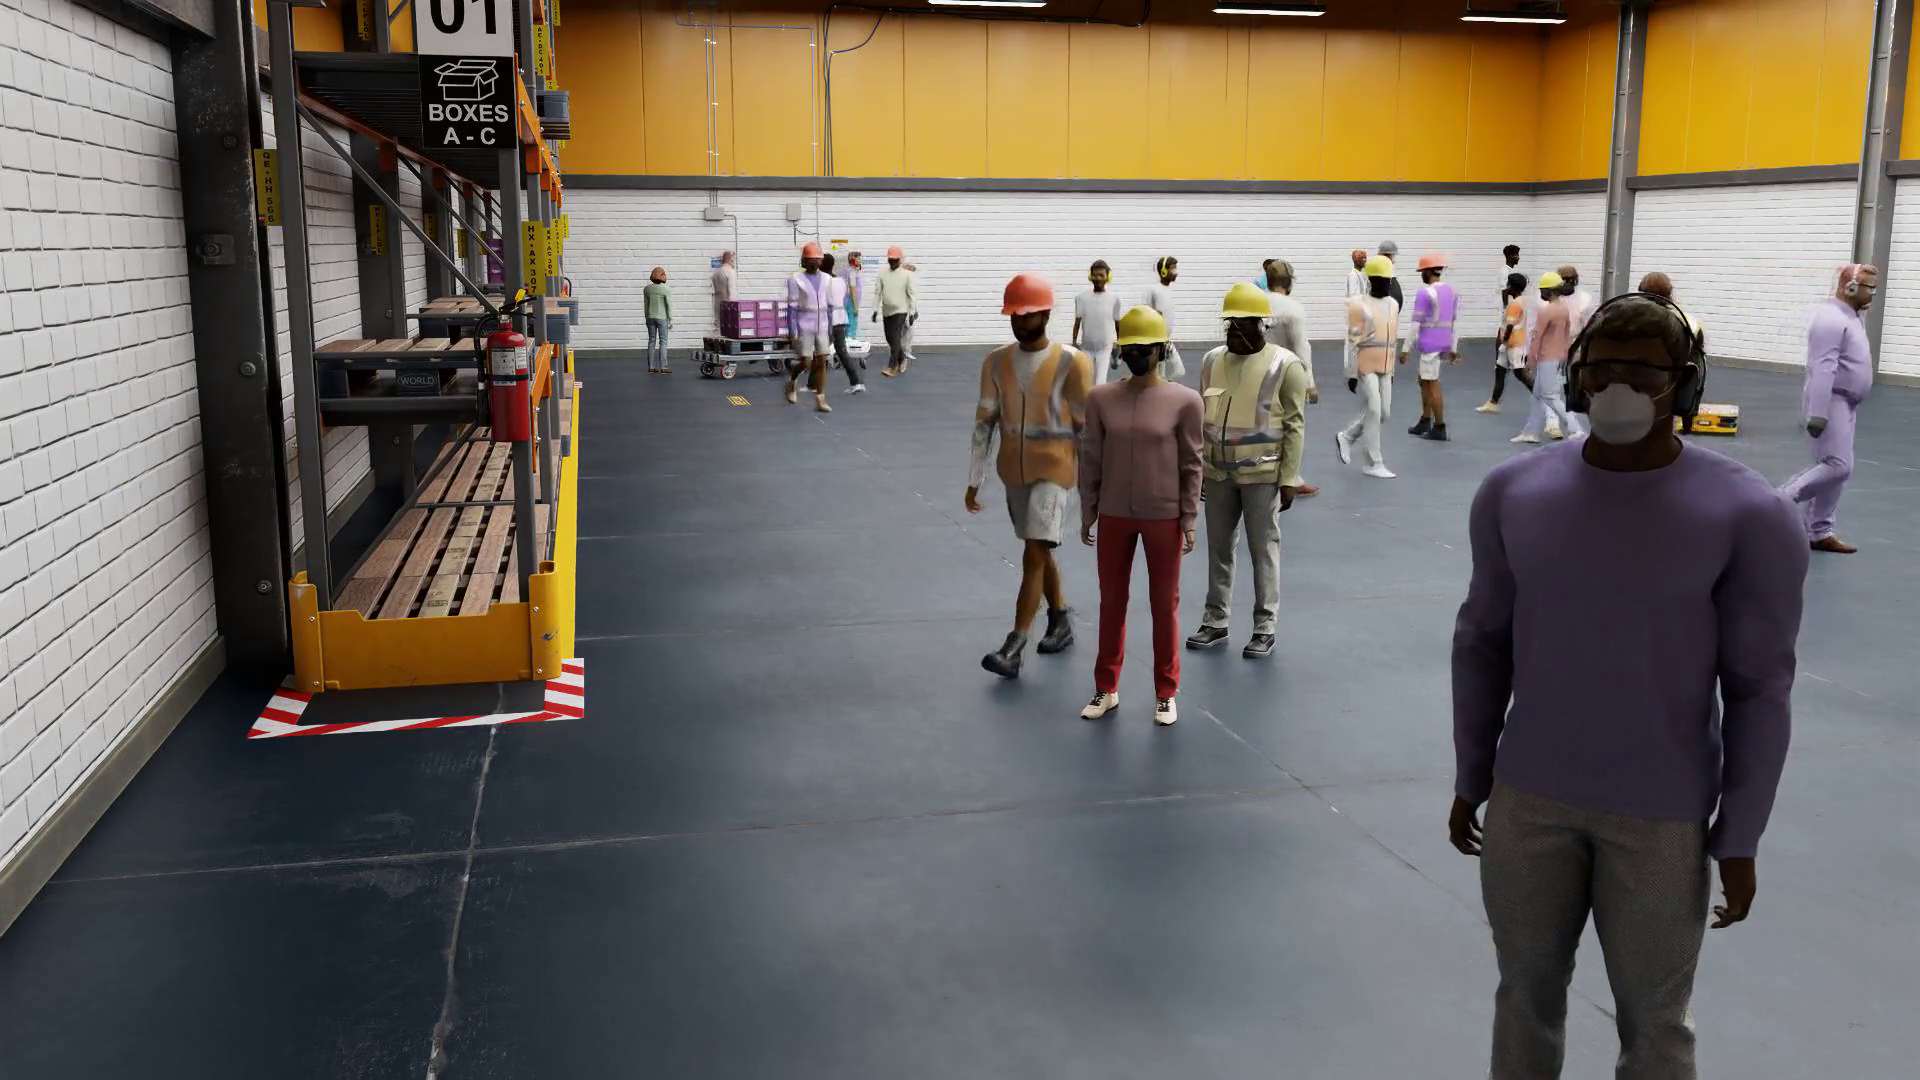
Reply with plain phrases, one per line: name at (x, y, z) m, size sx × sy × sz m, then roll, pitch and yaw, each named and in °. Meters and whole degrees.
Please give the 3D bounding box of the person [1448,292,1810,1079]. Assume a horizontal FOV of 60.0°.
person at (1.229, 0.505, 3.189) m, size 0.631 × 1.940 × 0.370 m, roll 8°, pitch 13°, yaw 39°

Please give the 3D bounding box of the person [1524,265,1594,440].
person at (6.213, -1.956, 17.253) m, size 0.645 × 1.792 × 0.974 m, roll 1°, pitch 10°, yaw 7°

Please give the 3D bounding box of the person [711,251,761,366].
person at (-3.698, -3.740, 26.952) m, size 1.012 × 1.847 × 0.653 m, roll -8°, pitch 13°, yaw -39°

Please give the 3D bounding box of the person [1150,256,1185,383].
person at (2.295, -2.212, 18.481) m, size 0.475 × 1.850 × 0.535 m, roll 5°, pitch 11°, yaw 25°

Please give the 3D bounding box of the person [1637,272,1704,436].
person at (4.603, -0.884, 11.227) m, size 0.648 × 1.823 × 0.605 m, roll 1°, pitch 10°, yaw 6°

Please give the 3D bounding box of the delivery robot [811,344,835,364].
delivery robot at (-2.308, -2.943, 25.868) m, size 0.707 × 0.478 × 0.477 m, roll -5°, pitch 11°, yaw -26°

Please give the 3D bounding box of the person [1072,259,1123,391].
person at (1.416, -1.969, 17.160) m, size 0.530 × 1.846 × 0.725 m, roll 3°, pitch 11°, yaw 17°

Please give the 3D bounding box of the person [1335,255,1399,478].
person at (3.540, -1.506, 14.428) m, size 0.591 × 1.908 × 0.704 m, roll -7°, pitch 12°, yaw -34°

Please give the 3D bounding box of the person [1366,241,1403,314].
person at (6.237, -3.389, 24.482) m, size 0.542 × 2.000 × 0.689 m, roll 4°, pitch 11°, yaw 20°

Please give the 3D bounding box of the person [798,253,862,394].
person at (-1.703, -2.860, 22.064) m, size 1.026 × 1.877 × 0.602 m, roll 8°, pitch 13°, yaw 37°

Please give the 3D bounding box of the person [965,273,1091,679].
person at (0.321, -0.316, 7.909) m, size 0.567 × 1.881 × 1.003 m, roll 6°, pitch 12°, yaw 29°

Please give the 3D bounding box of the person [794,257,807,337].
person at (-2.500, -3.842, 27.682) m, size 0.995 × 1.783 × 0.629 m, roll -4°, pitch 11°, yaw -23°

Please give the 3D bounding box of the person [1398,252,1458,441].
person at (4.768, -1.983, 17.058) m, size 0.568 × 1.906 × 0.727 m, roll -9°, pitch 13°, yaw -40°

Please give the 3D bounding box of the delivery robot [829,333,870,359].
delivery robot at (-1.792, -3.042, 26.417) m, size 0.707 × 0.478 × 0.477 m, roll -2°, pitch 10°, yaw -10°

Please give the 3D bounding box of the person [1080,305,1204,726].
person at (0.757, -0.098, 7.015) m, size 0.525 × 1.769 × 0.311 m, roll 3°, pitch 11°, yaw 18°

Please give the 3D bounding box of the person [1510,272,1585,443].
person at (5.870, -1.781, 16.458) m, size 0.810 × 1.736 × 0.520 m, roll 10°, pitch 14°, yaw 44°

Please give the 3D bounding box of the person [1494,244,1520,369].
person at (8.698, -3.705, 26.449) m, size 0.367 × 1.963 × 0.600 m, roll 4°, pitch 11°, yaw 20°

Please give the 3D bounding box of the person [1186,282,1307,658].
person at (1.385, -0.342, 8.178) m, size 0.597 × 1.832 × 0.404 m, roll 8°, pitch 13°, yaw 37°

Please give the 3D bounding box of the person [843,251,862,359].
person at (-1.860, -4.013, 28.494) m, size 0.378 × 1.841 × 0.584 m, roll -2°, pitch 11°, yaw -13°

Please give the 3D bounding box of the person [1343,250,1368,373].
person at (6.059, -3.491, 25.483) m, size 0.339 × 1.882 × 0.584 m, roll 3°, pitch 11°, yaw 18°

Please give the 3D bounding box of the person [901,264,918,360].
person at (-0.863, -3.868, 28.315) m, size 0.483 × 1.625 × 0.593 m, roll 3°, pitch 11°, yaw 18°

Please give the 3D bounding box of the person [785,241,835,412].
person at (-1.805, -2.542, 19.856) m, size 0.617 × 2.027 × 0.704 m, roll -7°, pitch 13°, yaw -35°

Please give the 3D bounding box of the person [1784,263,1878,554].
person at (5.659, -0.853, 10.864) m, size 0.510 × 1.882 × 0.675 m, roll 8°, pitch 13°, yaw 37°

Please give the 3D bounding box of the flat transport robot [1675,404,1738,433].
flat transport robot at (8.041, -1.327, 17.961) m, size 0.652 × 0.197 × 1.431 m, roll 5°, pitch 11°, yaw 25°

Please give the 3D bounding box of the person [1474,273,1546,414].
person at (6.496, -2.277, 19.356) m, size 0.830 × 1.666 × 0.527 m, roll 4°, pitch 11°, yaw 19°

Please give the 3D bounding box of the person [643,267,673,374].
person at (-4.615, -3.357, 25.465) m, size 0.494 × 1.624 × 0.280 m, roll 4°, pitch 11°, yaw 20°

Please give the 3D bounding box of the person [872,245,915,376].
person at (-0.978, -3.478, 25.221) m, size 0.627 × 1.970 × 0.957 m, roll 4°, pitch 11°, yaw 23°

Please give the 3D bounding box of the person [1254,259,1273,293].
person at (5.543, -4.206, 29.964) m, size 0.532 × 1.697 × 0.319 m, roll 3°, pitch 11°, yaw 14°

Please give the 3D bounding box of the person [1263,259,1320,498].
person at (2.409, -1.223, 12.891) m, size 0.988 × 1.905 × 0.638 m, roll -4°, pitch 11°, yaw -22°
